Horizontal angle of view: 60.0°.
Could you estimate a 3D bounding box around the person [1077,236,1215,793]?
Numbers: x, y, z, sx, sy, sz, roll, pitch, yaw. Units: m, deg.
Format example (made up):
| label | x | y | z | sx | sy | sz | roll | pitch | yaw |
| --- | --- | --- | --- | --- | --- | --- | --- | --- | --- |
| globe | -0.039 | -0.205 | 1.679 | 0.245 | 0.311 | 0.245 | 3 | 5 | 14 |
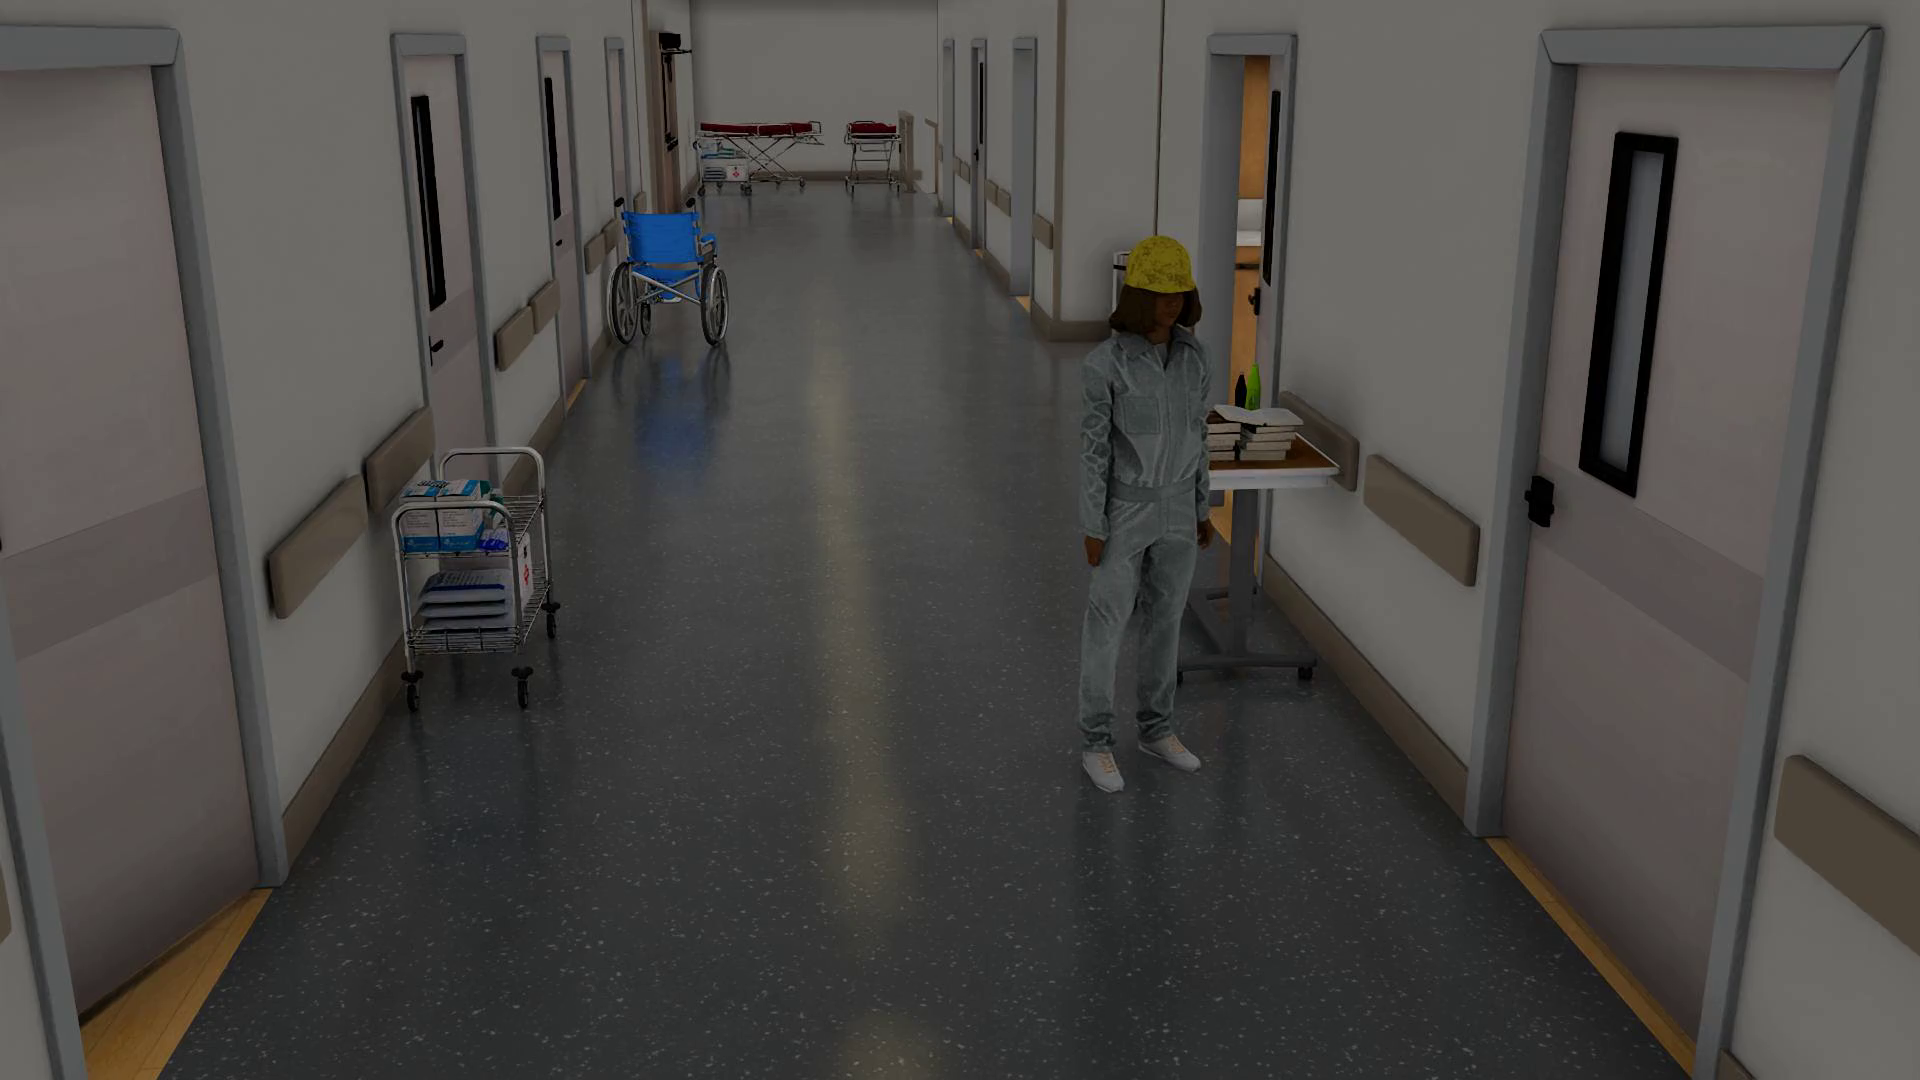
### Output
| label | x | y | z | sx | sy | sz | roll | pitch | yaw |
| --- | --- | --- | --- | --- | --- | --- | --- | --- | --- |
| person | 0.596 | -0.074 | 5.205 | 0.494 | 1.743 | 0.307 | -10 | 19 | -29 |
